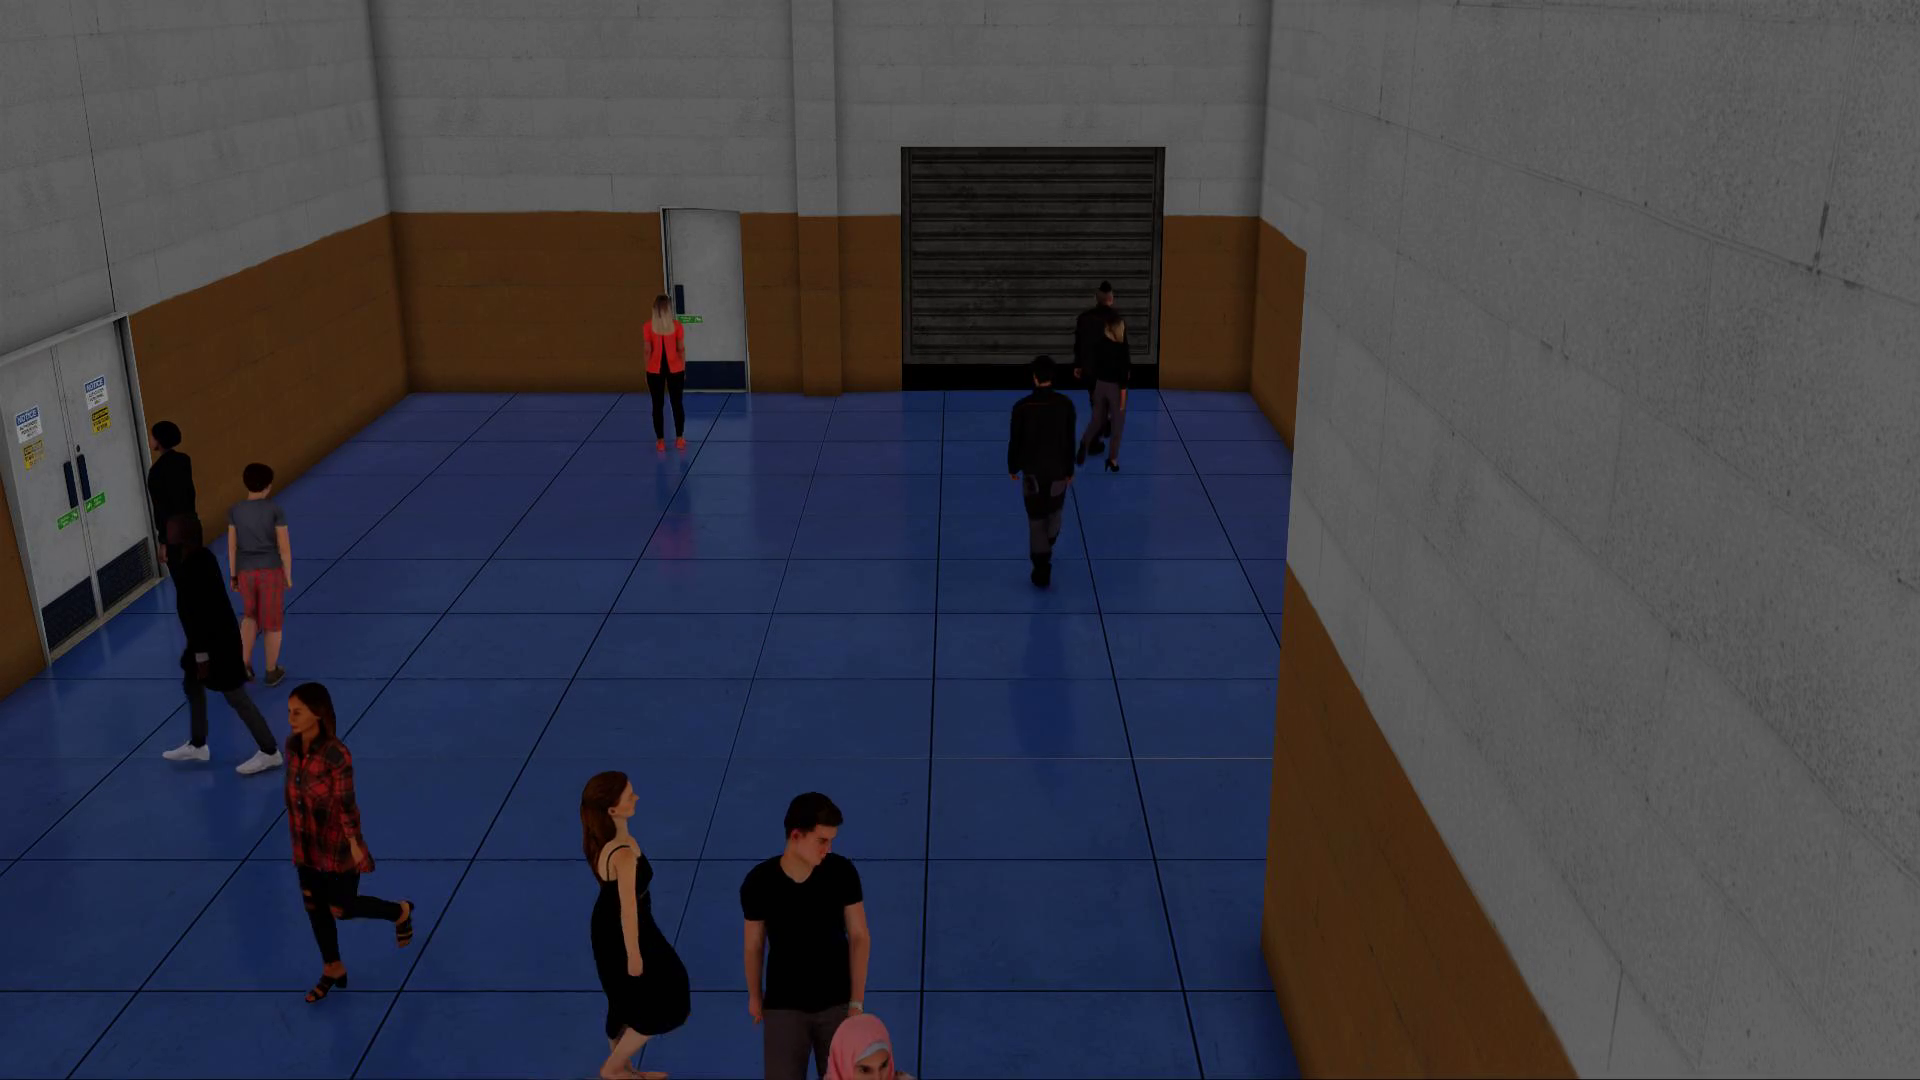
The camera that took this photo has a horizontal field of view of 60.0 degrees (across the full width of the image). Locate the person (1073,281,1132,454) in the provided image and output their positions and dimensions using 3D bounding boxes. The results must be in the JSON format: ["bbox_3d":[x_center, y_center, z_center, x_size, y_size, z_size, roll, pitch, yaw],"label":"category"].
[{"bbox_3d":[1.461,-1.828,17.819,1.201,1.822,1.206,12,22,33],"label":"person"}]

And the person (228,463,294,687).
[{"bbox_3d":[-4.992,0.301,11.829,0.691,1.626,0.659,-2,19,-6],"label":"person"}]

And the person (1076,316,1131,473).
[{"bbox_3d":[1.471,-1.443,16.976,0.939,1.654,0.966,14,23,36],"label":"person"}]

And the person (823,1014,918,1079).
[{"bbox_3d":[-0.362,2.356,5.528,1.070,1.770,0.959,-8,20,-23],"label":"person"}]

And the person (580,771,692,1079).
[{"bbox_3d":[-1.581,1.793,7.438,0.771,1.617,0.717,-9,21,-26],"label":"person"}]

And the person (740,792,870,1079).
[{"bbox_3d":[-0.595,1.864,6.907,1.007,1.822,0.869,-2,19,-5],"label":"person"}]

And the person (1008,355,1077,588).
[{"bbox_3d":[0.719,-0.542,13.930,1.190,1.894,0.908,-3,19,-8],"label":"person"}]

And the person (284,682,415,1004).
[{"bbox_3d":[-3.074,1.472,8.275,0.917,1.690,0.927,12,22,31],"label":"person"}]

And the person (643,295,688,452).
[{"bbox_3d":[-3.184,-1.812,18.001,0.616,1.698,0.701,-4,19,-13],"label":"person"}]

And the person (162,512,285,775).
[{"bbox_3d":[-4.669,0.660,10.635,1.073,1.722,0.892,-7,20,-21],"label":"person"}]

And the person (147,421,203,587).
[{"bbox_3d":[-5.809,0.002,12.410,0.579,1.834,0.639,3,19,9],"label":"person"}]
